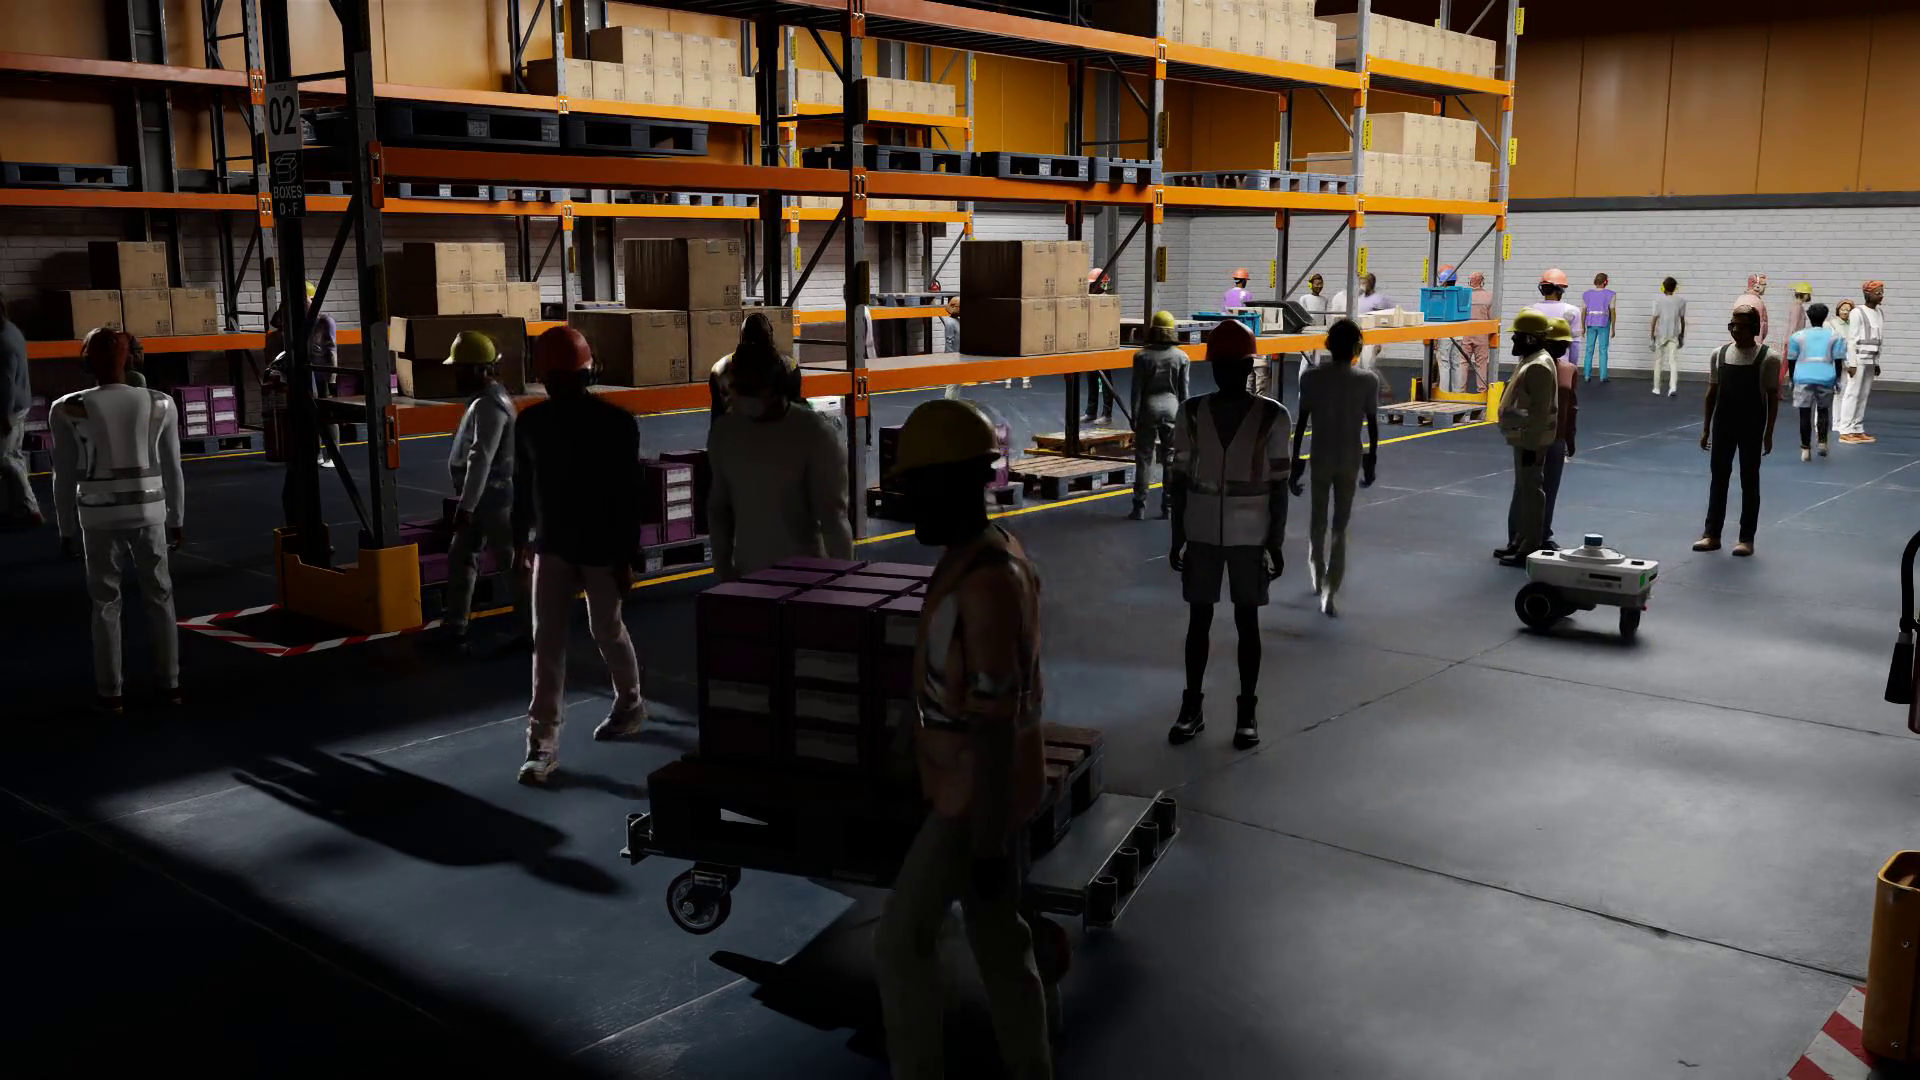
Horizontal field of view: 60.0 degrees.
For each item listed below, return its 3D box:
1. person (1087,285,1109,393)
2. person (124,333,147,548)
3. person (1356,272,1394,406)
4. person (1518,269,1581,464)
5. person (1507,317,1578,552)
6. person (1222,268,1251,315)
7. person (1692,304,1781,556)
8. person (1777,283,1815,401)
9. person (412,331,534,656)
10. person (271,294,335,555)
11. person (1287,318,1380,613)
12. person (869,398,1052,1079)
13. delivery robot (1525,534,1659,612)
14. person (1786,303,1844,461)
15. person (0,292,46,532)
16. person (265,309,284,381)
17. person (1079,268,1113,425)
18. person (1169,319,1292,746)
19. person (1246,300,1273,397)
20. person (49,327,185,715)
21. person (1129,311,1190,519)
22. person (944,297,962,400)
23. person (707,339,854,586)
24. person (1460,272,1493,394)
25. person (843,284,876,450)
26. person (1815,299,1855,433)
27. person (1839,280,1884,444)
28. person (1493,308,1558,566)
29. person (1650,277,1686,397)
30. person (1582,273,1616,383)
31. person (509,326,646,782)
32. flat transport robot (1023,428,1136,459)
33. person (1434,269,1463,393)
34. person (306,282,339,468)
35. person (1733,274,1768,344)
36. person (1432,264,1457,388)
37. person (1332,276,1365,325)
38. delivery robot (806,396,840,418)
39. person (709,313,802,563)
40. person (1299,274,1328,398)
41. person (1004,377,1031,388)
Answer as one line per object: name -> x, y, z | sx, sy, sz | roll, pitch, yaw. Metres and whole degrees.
person -> 2.171, -3.166, 25.908 | 0.306, 1.772, 0.525 | -2, 10, -9
person -> -6.183, -0.723, 12.422 | 0.522, 1.640, 0.342 | 7, 12, 35
person -> 5.705, -2.757, 23.130 | 0.597, 1.928, 0.643 | -4, 11, -24
person -> 6.123, -1.796, 17.334 | 0.609, 2.040, 0.394 | 5, 11, 26
person -> 4.283, -0.740, 12.138 | 0.522, 1.758, 0.350 | -4, 11, -22
person -> 4.505, -3.417, 26.865 | 0.377, 1.932, 0.552 | -9, 13, -41
person -> 5.733, -0.807, 12.257 | 0.326, 1.843, 0.517 | -9, 14, -43
person -> 12.399, -2.898, 24.448 | 0.819, 1.732, 0.543 | 5, 11, 27
person -> -2.684, -0.233, 9.116 | 0.816, 1.800, 0.608 | -4, 11, -23
person -> -4.846, -0.844, 12.224 | 0.376, 1.933, 0.545 | -5, 11, -26
person -> 2.355, -0.482, 10.506 | 0.540, 1.809, 0.971 | 3, 10, 16
person -> -0.067, 0.606, 4.075 | 0.732, 1.890, 0.594 | 0, 10, 1
delivery robot -> 3.748, 0.211, 9.869 | 0.707, 0.478, 0.477 | 7, 12, 35
person -> 9.098, -1.688, 17.747 | 0.540, 1.664, 0.571 | 4, 11, 20
person -> -7.644, -1.035, 13.298 | 0.408, 1.936, 0.652 | -4, 11, -23
person -> -7.257, -1.685, 17.890 | 0.505, 1.625, 0.284 | 6, 12, 31
person -> 1.765, -2.473, 21.319 | 0.381, 1.994, 0.617 | -8, 12, -37
person -> 1.212, -0.027, 7.550 | 0.543, 1.939, 0.360 | 3, 10, 18
person -> 3.638, -2.099, 20.223 | 0.311, 1.634, 0.519 | -6, 12, -30
person -> -4.072, -0.090, 8.088 | 0.577, 1.879, 0.351 | -8, 13, -37
person -> 1.655, -1.035, 13.871 | 0.489, 1.740, 0.320 | -1, 10, -7
person -> -0.062, -2.370, 21.793 | 0.283, 1.623, 0.511 | 3, 10, 18
person -> -0.682, 0.159, 6.564 | 0.695, 1.913, 0.507 | 4, 11, 24
person -> 7.612, -3.008, 24.620 | 0.639, 1.909, 0.409 | 5, 11, 27
person -> -1.129, -1.954, 18.600 | 0.395, 1.911, 0.615 | -2, 10, -9
person -> 10.700, -2.108, 20.263 | 0.514, 1.637, 0.314 | -1, 10, -5
person -> 10.480, -2.058, 19.276 | 0.575, 1.881, 0.356 | -6, 12, -32
person -> 4.028, -0.727, 11.834 | 0.404, 1.834, 0.591 | 3, 10, 14
person -> 10.816, -3.102, 25.396 | 0.527, 1.831, 0.983 | 2, 10, 13
person -> 10.722, -3.560, 27.954 | 0.563, 1.838, 0.390 | 7, 12, 36
person -> -1.685, 0.024, 7.307 | 0.680, 1.936, 0.982 | 2, 10, 13
flat transport robot -> 1.390, -1.068, 18.223 | 0.652, 0.197, 1.431 | 8, 13, 40
person -> 7.076, -2.941, 24.125 | 0.615, 1.942, 0.407 | -6, 12, -32
person -> -6.658, -1.692, 17.103 | 0.588, 1.919, 0.402 | 4, 11, 21
person -> 10.737, -2.649, 22.575 | 0.402, 1.906, 0.652 | 0, 10, 1
person -> 7.310, -3.197, 25.406 | 0.501, 2.019, 0.800 | 4, 11, 19
person -> 5.935, -3.089, 25.128 | 0.641, 1.891, 0.420 | 1, 10, 5
delivery robot -> -1.778, -1.658, 20.509 | 0.477, 0.478, 0.707 | 5, 11, 27
person -> -1.323, -0.570, 10.949 | 0.626, 1.836, 0.428 | 2, 10, 9
person -> 5.295, -3.030, 24.856 | 0.515, 1.868, 0.329 | -4, 11, -24
person -> 0.910, -3.437, 26.815 | 0.623, 1.988, 0.393 | 1, 10, 5
